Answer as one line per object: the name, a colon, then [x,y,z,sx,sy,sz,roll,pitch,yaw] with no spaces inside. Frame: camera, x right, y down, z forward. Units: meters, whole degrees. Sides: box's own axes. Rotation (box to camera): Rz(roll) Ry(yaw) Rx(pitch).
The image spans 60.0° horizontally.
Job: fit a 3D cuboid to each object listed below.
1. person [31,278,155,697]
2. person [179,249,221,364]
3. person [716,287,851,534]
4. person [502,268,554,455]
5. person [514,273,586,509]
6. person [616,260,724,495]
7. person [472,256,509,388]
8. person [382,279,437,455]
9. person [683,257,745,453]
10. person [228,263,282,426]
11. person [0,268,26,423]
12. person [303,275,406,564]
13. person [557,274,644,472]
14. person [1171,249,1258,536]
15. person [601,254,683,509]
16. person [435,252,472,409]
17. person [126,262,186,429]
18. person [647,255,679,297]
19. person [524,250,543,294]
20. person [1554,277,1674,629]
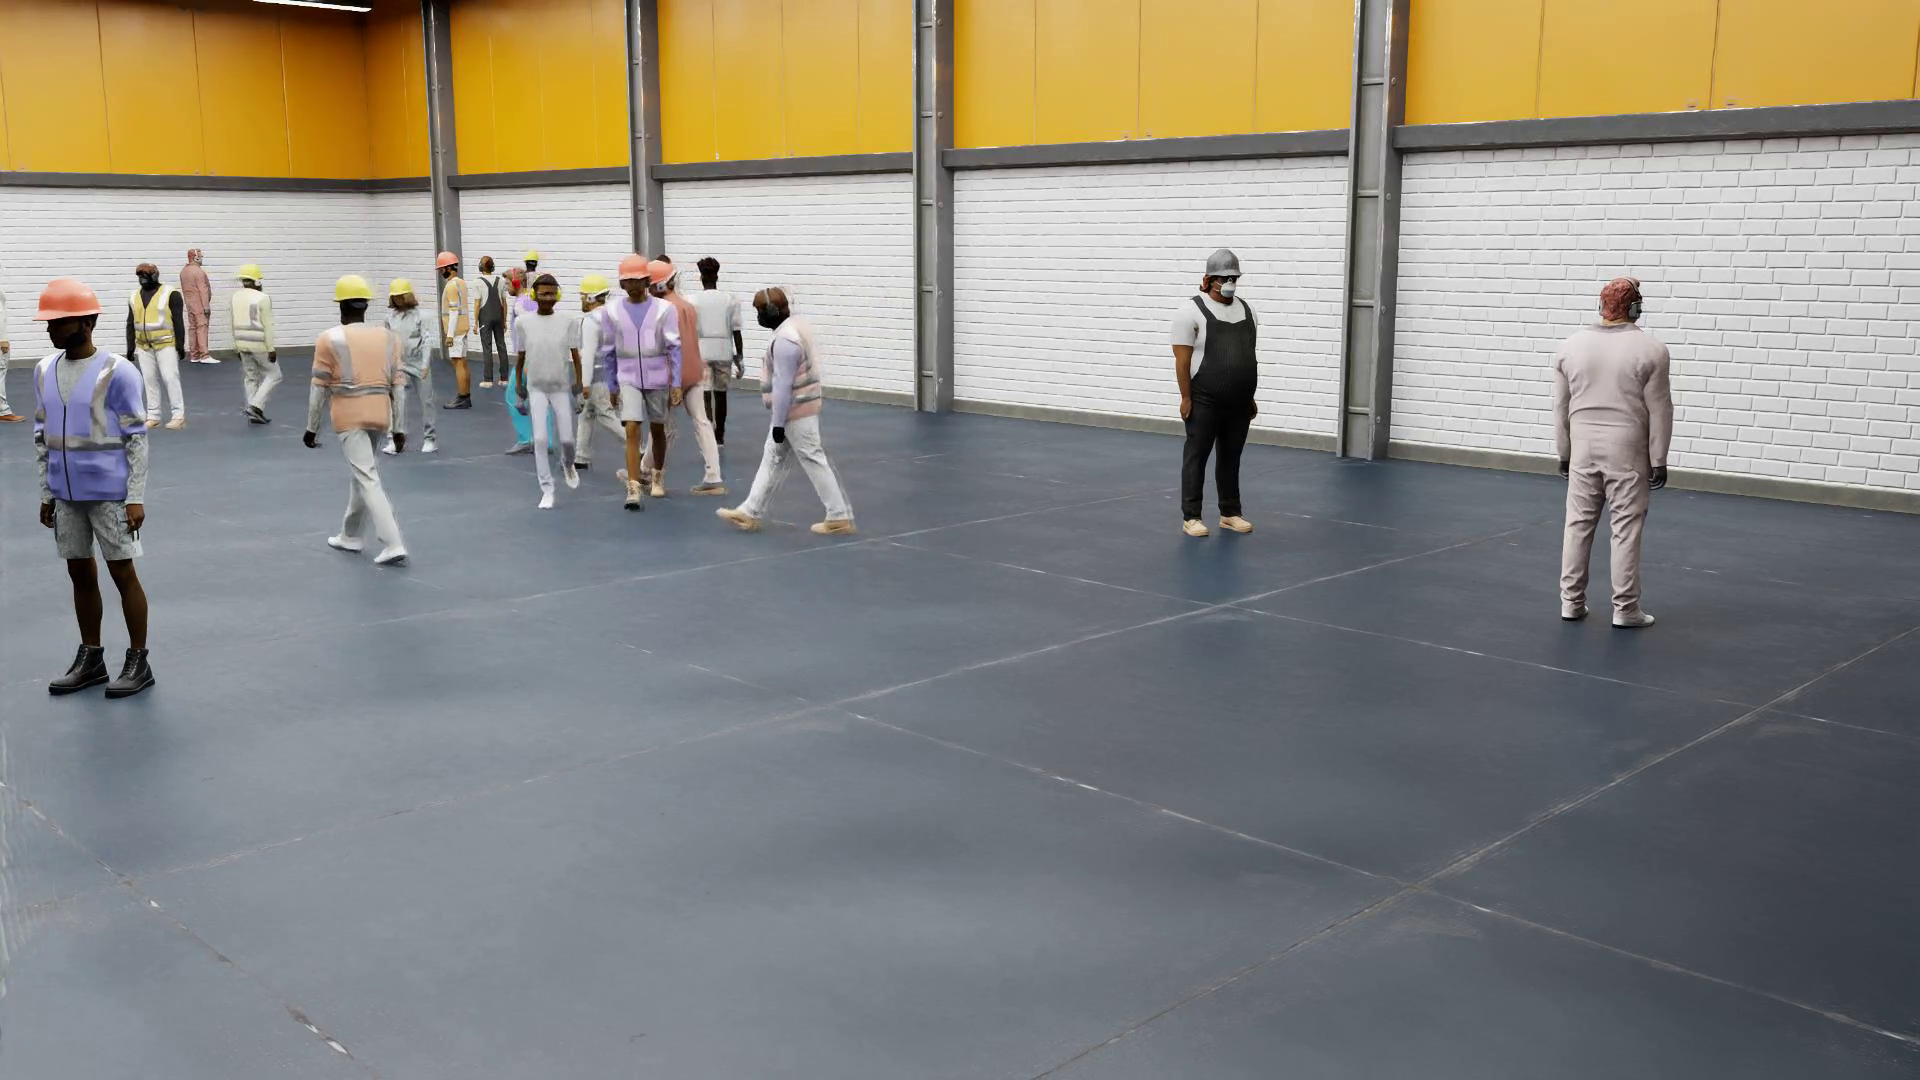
person: [-4.027,-0.231,7.682,0.552,1.936,0.358,2,11,12]
person: [-12.692,-3.895,27.751,0.639,1.909,0.409,8,13,36]
person: [-1.240,-0.905,11.830,0.991,1.765,0.689,-1,10,-4]
person: [-4.240,-1.732,16.187,0.580,1.813,0.599,1,10,5]
person: [-3.261,-1.191,13.209,0.559,1.838,0.648,-2,11,-11]
person: [-2.383,-1.329,13.711,1.035,1.914,0.651,5,12,27]
person: [-6.590,-3.056,23.339,0.505,1.847,0.348,-9,13,-39]
person: [-5.366,-1.666,16.147,0.503,1.706,0.847,1,10,4]
person: [-2.459,-1.819,16.412,0.623,1.923,0.910,-3,11,-17]
person: [-7.850,-2.166,18.547,0.613,1.818,0.410,5,11,24]
person: [-11.009,-2.296,18.944,0.627,1.938,0.371,8,13,39]
person: [-3.938,-0.793,10.919,0.988,1.883,0.588,7,12,33]
person: [-3.193,-1.477,14.869,0.882,1.798,0.599,1,10,7]
person: [1.873,-1.048,11.857,0.683,2.000,0.537,-5,12,-26]
person: [-2.503,-1.262,13.187,0.657,1.989,1.056,-1,10,-5]
person: [-6.232,-2.571,20.474,0.369,1.929,0.542,-1,10,-4]
person: [-8.896,-2.145,18.410,0.648,1.835,0.429,1,10,7]
person: [-4.077,-3.011,23.049,0.512,1.865,0.329,2,11,11]
person: [-6.240,-3.260,24.279,0.625,1.900,0.603,10,14,44]
person: [3.564,-0.472,9.083,0.643,1.909,0.410,10,14,43]
